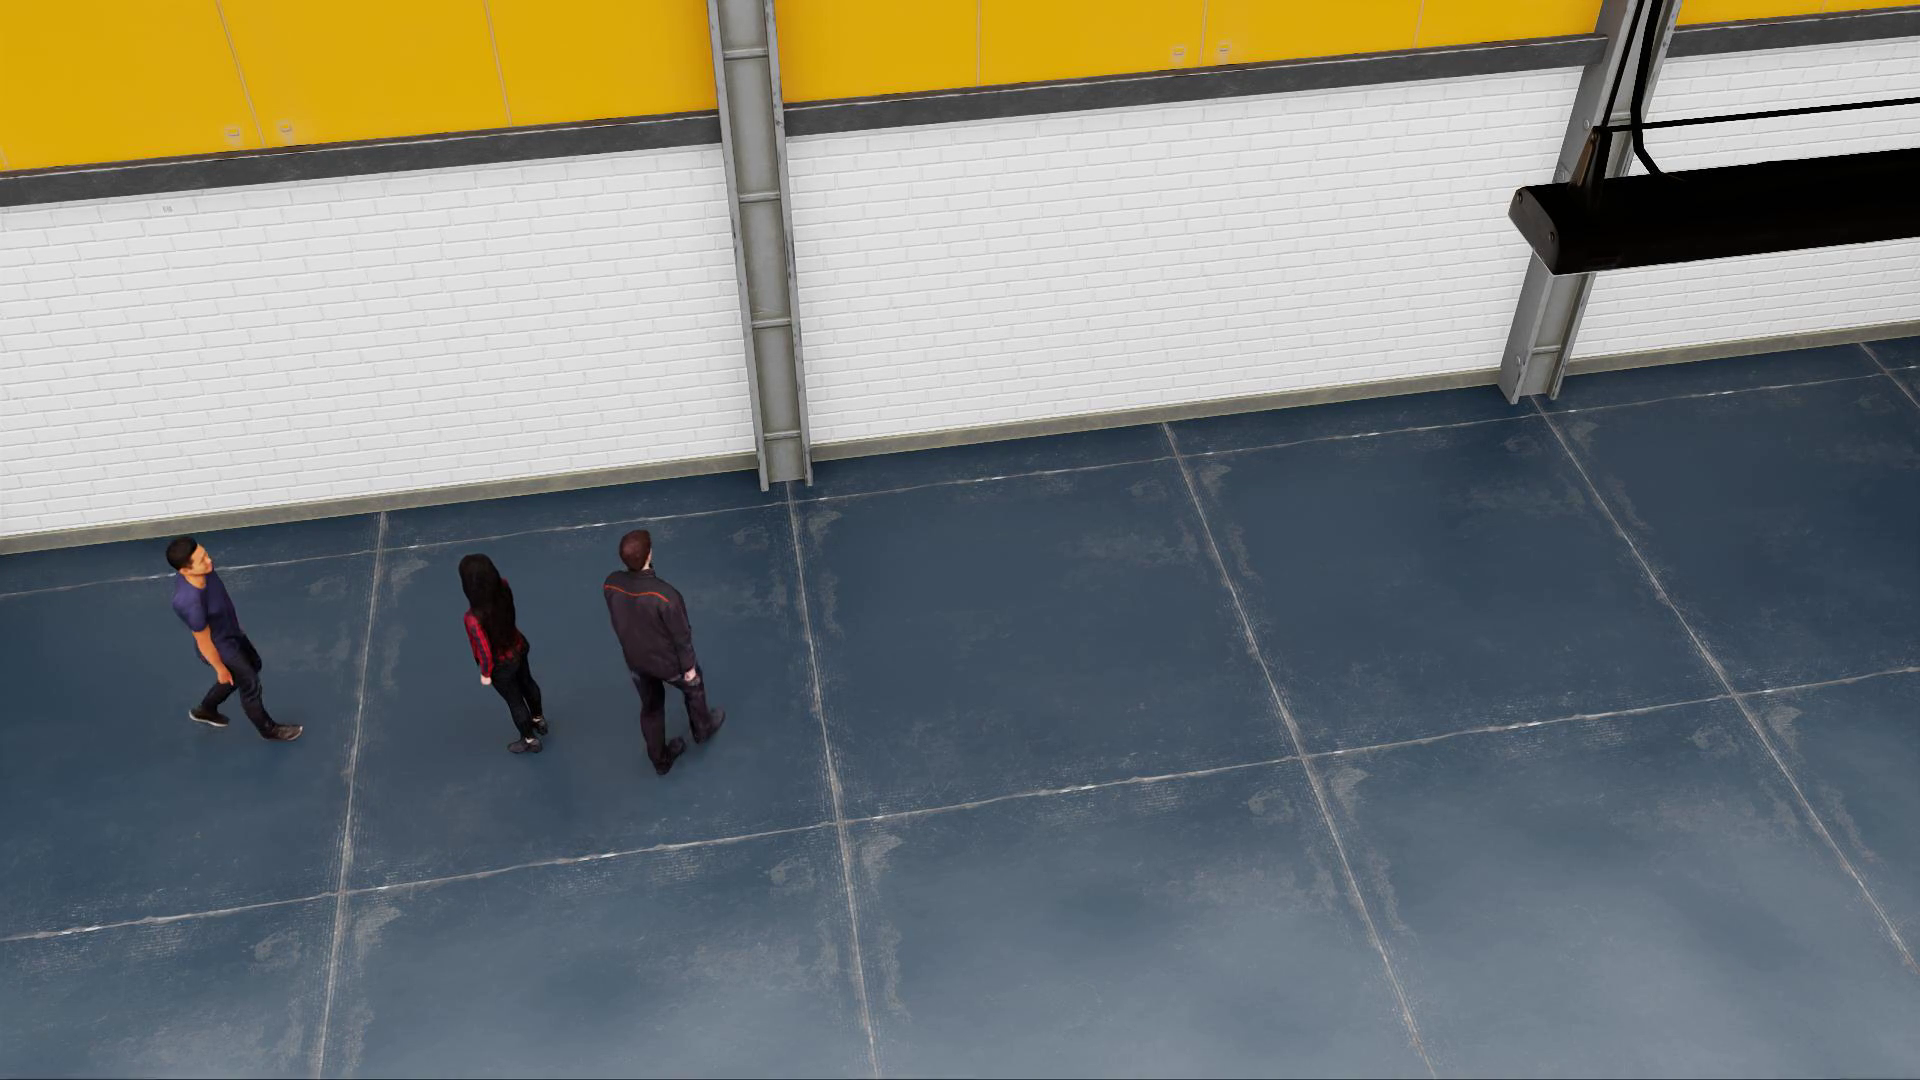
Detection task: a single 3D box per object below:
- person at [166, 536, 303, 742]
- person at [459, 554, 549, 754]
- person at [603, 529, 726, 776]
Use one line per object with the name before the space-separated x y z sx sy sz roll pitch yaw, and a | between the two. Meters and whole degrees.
person | -4.601 0.641 10.198 0.869 1.777 0.670 -9 44 -9
person | -2.785 0.700 10.224 0.643 1.657 0.656 10 44 10
person | -1.882 0.761 10.047 0.947 1.811 0.997 16 46 16
